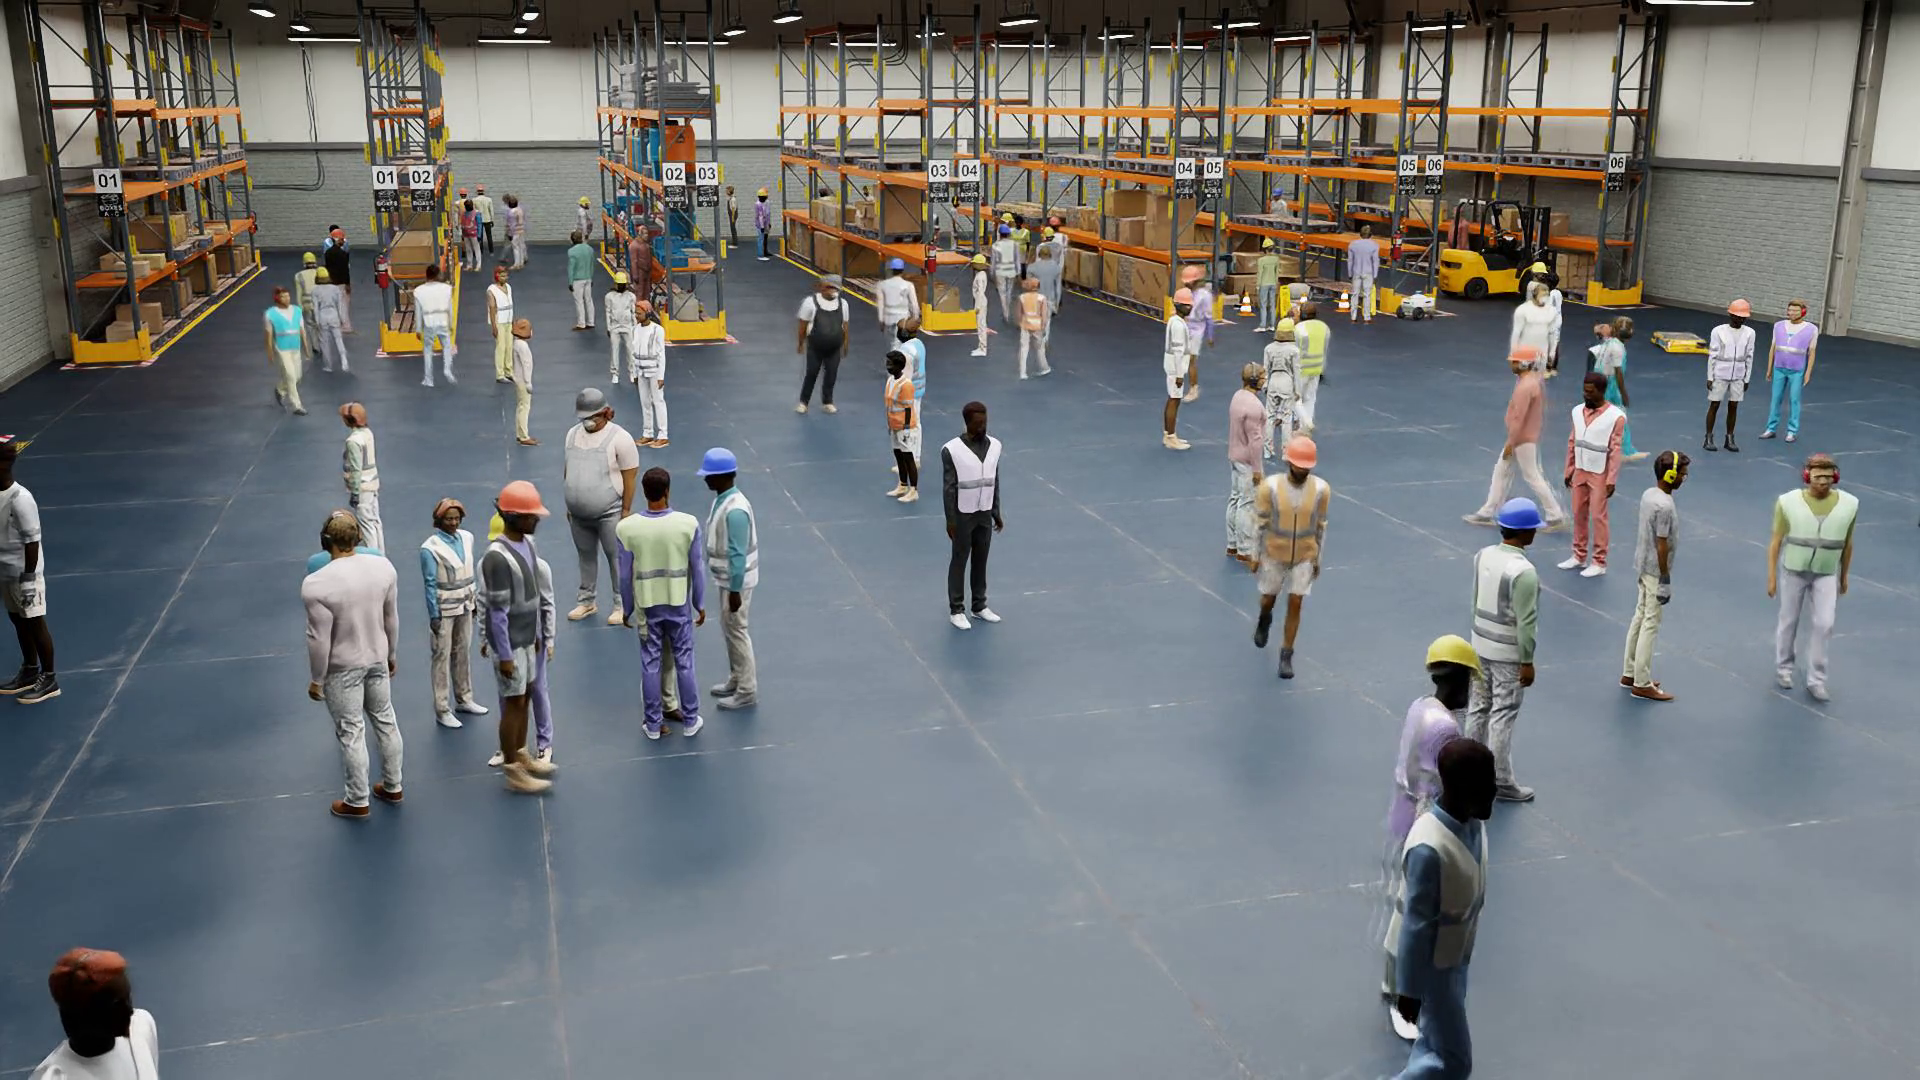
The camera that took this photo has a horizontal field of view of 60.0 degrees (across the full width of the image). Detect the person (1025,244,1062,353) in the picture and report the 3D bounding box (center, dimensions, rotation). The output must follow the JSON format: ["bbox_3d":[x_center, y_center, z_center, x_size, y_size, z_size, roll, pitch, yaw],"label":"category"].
[{"bbox_3d":[1.448,-4.139,28.757,0.646,1.916,0.755,-3,15,-10],"label":"person"}]

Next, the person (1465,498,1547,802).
[{"bbox_3d":[3.450,0.685,10.535,0.394,1.949,0.602,-3,15,-13],"label":"person"}]

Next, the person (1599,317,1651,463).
[{"bbox_3d":[7.981,-1.785,20.097,0.903,1.802,0.521,6,16,23],"label":"person"}]

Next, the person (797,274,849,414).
[{"bbox_3d":[-1.891,-2.783,23.408,0.727,2.000,0.556,-6,16,-22],"label":"person"}]

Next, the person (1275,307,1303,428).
[{"bbox_3d":[4.485,-2.328,22.475,0.501,1.633,0.285,10,18,32],"label":"person"}]

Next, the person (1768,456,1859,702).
[{"bbox_3d":[6.283,0.286,12.268,0.590,1.817,0.754,4,15,14],"label":"person"}]

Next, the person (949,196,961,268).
[{"bbox_3d":[-0.120,-8.124,43.834,0.328,1.873,0.512,-1,15,-2],"label":"person"}]

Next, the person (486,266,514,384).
[{"bbox_3d":[-7.161,-3.361,25.994,0.411,1.831,0.571,4,15,15],"label":"person"}]

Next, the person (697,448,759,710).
[{"bbox_3d":[-1.676,0.273,12.114,0.422,1.935,0.621,-5,16,-17],"label":"person"}]

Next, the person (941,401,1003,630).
[{"bbox_3d":[0.103,-0.224,14.011,0.593,1.922,0.392,-12,19,-38],"label":"person"}]

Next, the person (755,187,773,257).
[{"bbox_3d":[-5.497,-8.938,46.795,0.392,1.929,0.545,10,18,33],"label":"person"}]

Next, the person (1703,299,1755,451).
[{"bbox_3d":[9.693,-2.067,20.936,0.543,1.929,0.386,1,15,5],"label":"person"}]

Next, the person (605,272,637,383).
[{"bbox_3d":[-5.282,-3.317,26.010,0.487,1.738,0.320,-4,15,-13],"label":"person"}]

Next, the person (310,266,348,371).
[{"bbox_3d":[-10.240,-3.575,26.985,0.494,1.726,0.639,-11,18,-36],"label":"person"}]

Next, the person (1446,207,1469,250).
[{"bbox_3d":[11.589,-6.823,38.894,0.403,1.899,0.660,-4,15,-14],"label":"person"}]

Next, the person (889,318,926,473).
[{"bbox_3d":[-0.632,-1.720,19.789,0.429,1.842,0.633,3,15,13],"label":"person"}]

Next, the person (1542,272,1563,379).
[{"bbox_3d":[9.376,-3.403,26.420,0.321,1.689,0.531,12,19,38],"label":"person"}]

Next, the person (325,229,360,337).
[{"bbox_3d":[-11.600,-4.811,31.134,0.613,1.991,0.392,11,19,36],"label":"person"}]

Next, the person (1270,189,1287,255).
[{"bbox_3d":[8.766,-8.725,46.003,0.437,1.925,0.637,-10,18,-34],"label":"person"}]

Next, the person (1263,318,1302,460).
[{"bbox_3d":[3.978,-1.864,20.523,0.494,1.741,0.308,10,18,34],"label":"person"}]

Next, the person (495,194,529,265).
[{"bbox_3d":[-12.018,-8.309,44.528,1.042,1.868,0.708,8,17,28],"label":"person"}]

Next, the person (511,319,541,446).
[{"bbox_3d":[-5.598,-2.028,21.368,0.280,1.625,0.493,-6,16,-21],"label":"person"}]

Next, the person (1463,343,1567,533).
[{"bbox_3d":[5.800,-1.046,17.054,1.016,1.951,0.623,5,16,18],"label":"person"}]

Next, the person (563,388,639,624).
[{"bbox_3d":[-3.076,-0.294,14.043,0.679,2.000,0.537,6,16,20],"label":"person"}]

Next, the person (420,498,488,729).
[{"bbox_3d":[-3.605,0.503,11.821,0.315,1.636,0.515,6,16,22],"label":"person"}]

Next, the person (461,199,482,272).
[{"bbox_3d":[-12.575,-7.824,42.772,0.624,1.840,0.429,7,16,24],"label":"person"}]

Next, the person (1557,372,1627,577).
[{"bbox_3d":[5.913,-0.625,15.550,0.398,1.908,0.598,-8,17,-26],"label":"person"}]

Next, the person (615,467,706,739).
[{"bbox_3d":[-2.054,0.446,11.505,0.588,1.913,0.391,-2,15,-8],"label":"person"}]

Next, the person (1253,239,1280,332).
[{"bbox_3d":[5.840,-4.843,31.690,0.530,1.768,0.312,-9,17,-31],"label":"person"}]

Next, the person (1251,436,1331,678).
[{"bbox_3d":[2.544,0.090,12.859,0.562,1.906,0.739,1,15,3],"label":"person"}]

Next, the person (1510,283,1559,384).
[{"bbox_3d":[7.885,-2.565,22.809,0.652,1.921,0.448,-2,15,-8],"label":"person"}]

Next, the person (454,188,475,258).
[{"bbox_3d":[-13.842,-8.875,46.529,0.553,1.935,0.362,-6,16,-21],"label":"person"}]

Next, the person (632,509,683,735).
[{"bbox_3d":[-2.101,0.555,11.650,0.287,1.623,0.507,6,16,22],"label":"person"}]

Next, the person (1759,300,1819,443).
[{"bbox_3d":[10.777,-2.201,21.591,0.387,1.846,0.566,-13,20,-41],"label":"person"}]

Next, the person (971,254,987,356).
[{"bbox_3d":[0.334,-4.076,28.839,0.282,1.746,0.493,1,15,5],"label":"person"}]

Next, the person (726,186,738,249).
[{"bbox_3d":[-6.753,-9.561,49.314,0.337,1.838,0.508,-3,15,-10],"label":"person"}]

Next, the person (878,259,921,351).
[{"bbox_3d":[-0.941,-3.497,26.379,0.600,1.883,1.008,7,16,25],"label":"person"}]

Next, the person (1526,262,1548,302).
[{"bbox_3d":[9.395,-3.657,27.228,0.317,1.766,0.534,2,15,7],"label":"person"}]

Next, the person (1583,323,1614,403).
[{"bbox_3d":[8.110,-1.920,20.970,0.538,1.615,0.635,-4,15,-15],"label":"person"}]

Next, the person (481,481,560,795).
[{"bbox_3d":[-2.805,0.618,10.638,0.420,2.033,0.614,1,15,5],"label":"person"}]
